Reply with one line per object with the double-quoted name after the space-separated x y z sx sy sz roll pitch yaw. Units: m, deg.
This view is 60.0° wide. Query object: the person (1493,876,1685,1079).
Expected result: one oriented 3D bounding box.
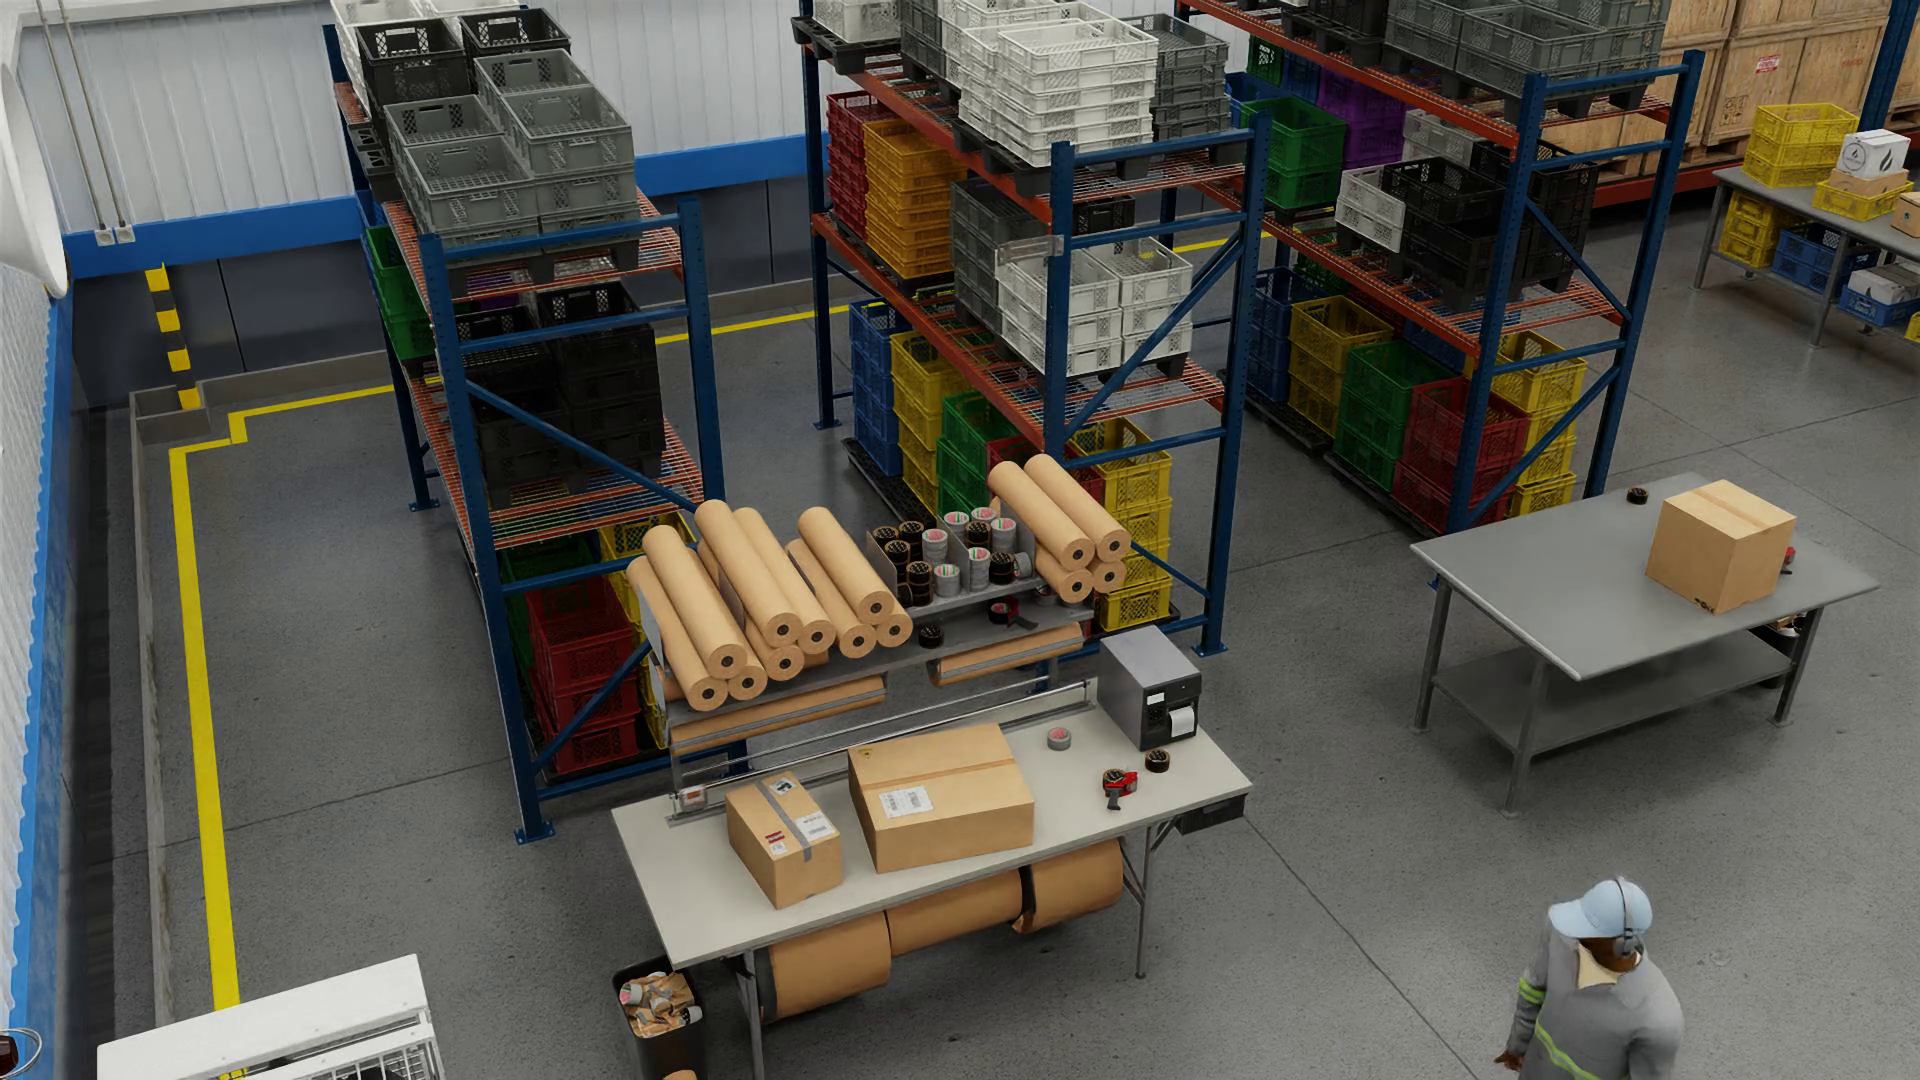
2.014 1.818 5.511 0.396 1.850 0.588 -12 34 -19 "person"
